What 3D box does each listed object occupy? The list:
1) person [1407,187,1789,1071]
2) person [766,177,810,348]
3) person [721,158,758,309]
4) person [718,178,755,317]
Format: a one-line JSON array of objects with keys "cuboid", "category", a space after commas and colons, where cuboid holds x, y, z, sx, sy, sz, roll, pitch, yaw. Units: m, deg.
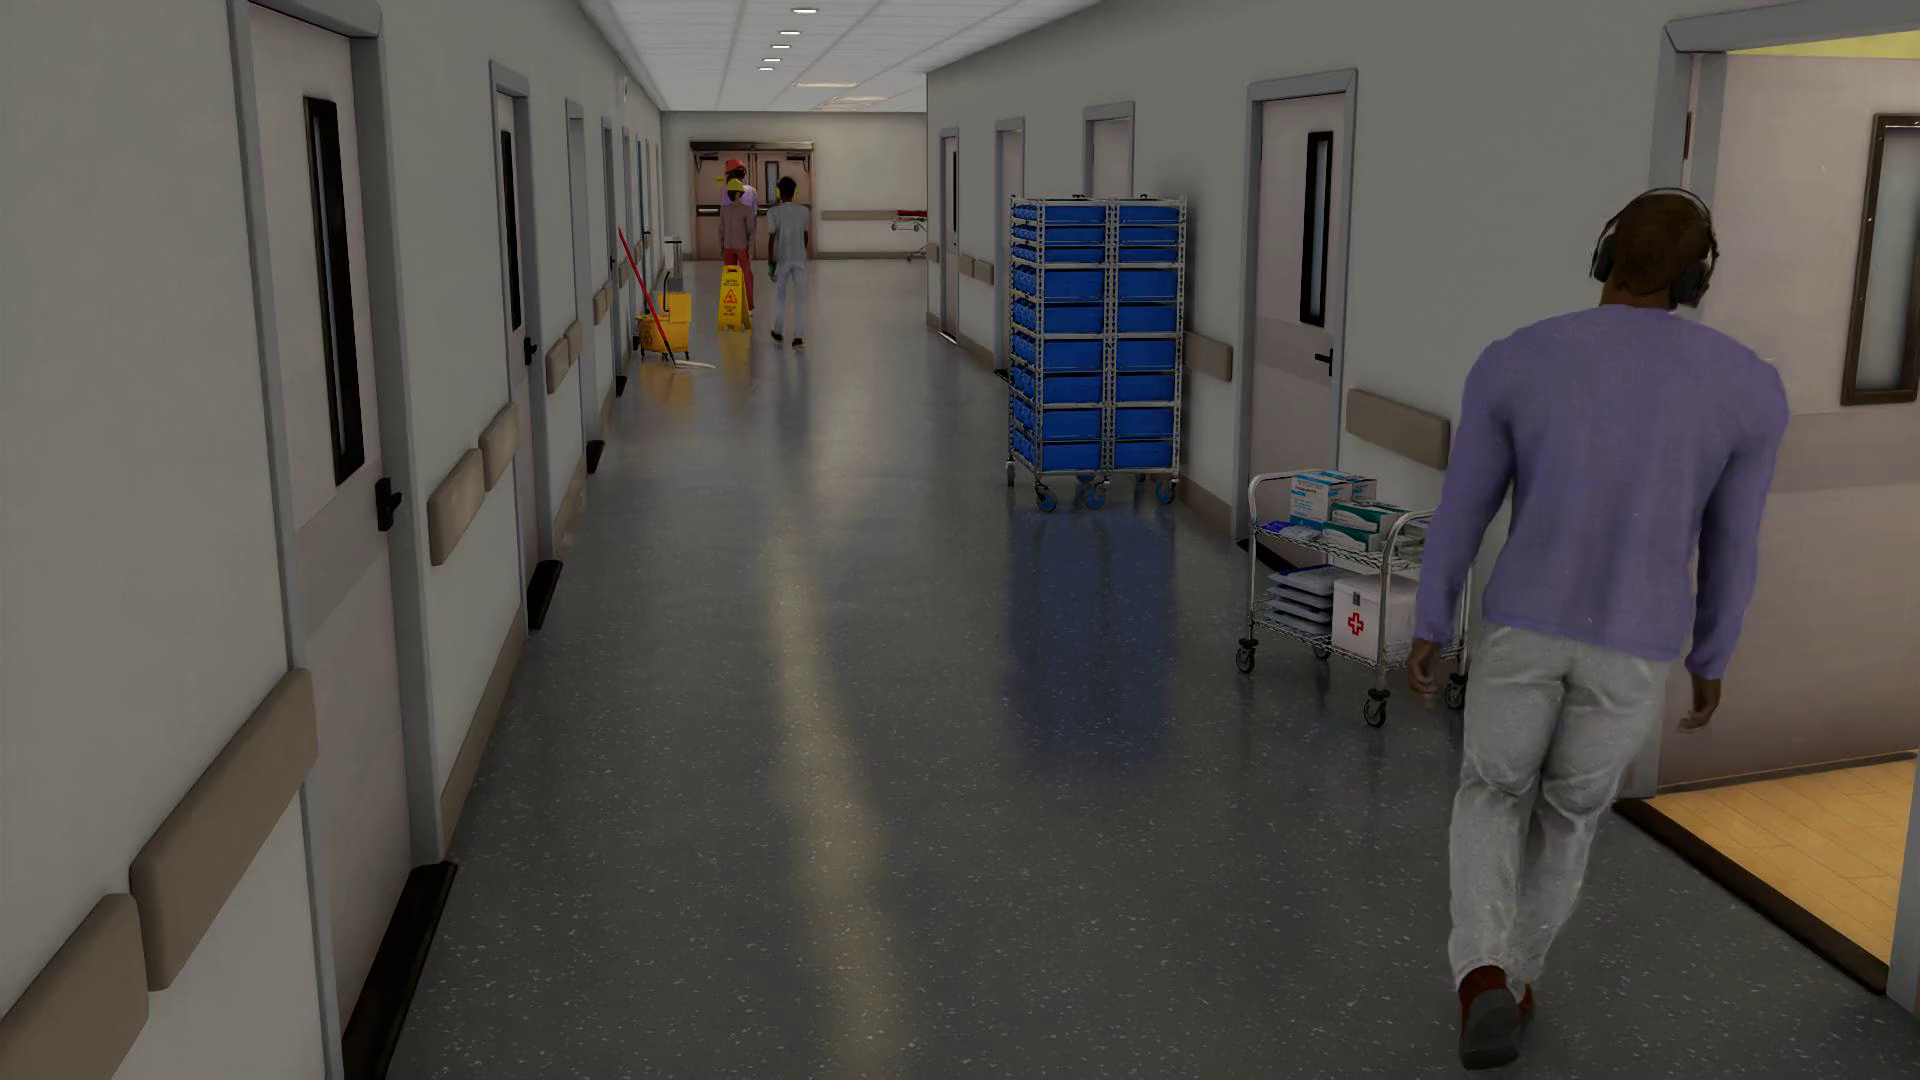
[{"cuboid": [1.297, 0.233, 3.455, 0.680, 1.892, 0.726, 5, 14, 23], "category": "person"}, {"cuboid": [-1.863, -3.009, 18.029, 0.488, 1.810, 0.957, -4, 13, -16], "category": "person"}, {"cuboid": [-3.021, -4.148, 22.605, 0.409, 2.029, 0.613, 9, 16, 36], "category": "person"}, {"cuboid": [-2.877, -3.749, 21.407, 0.525, 1.772, 0.309, 6, 14, 23], "category": "person"}]
